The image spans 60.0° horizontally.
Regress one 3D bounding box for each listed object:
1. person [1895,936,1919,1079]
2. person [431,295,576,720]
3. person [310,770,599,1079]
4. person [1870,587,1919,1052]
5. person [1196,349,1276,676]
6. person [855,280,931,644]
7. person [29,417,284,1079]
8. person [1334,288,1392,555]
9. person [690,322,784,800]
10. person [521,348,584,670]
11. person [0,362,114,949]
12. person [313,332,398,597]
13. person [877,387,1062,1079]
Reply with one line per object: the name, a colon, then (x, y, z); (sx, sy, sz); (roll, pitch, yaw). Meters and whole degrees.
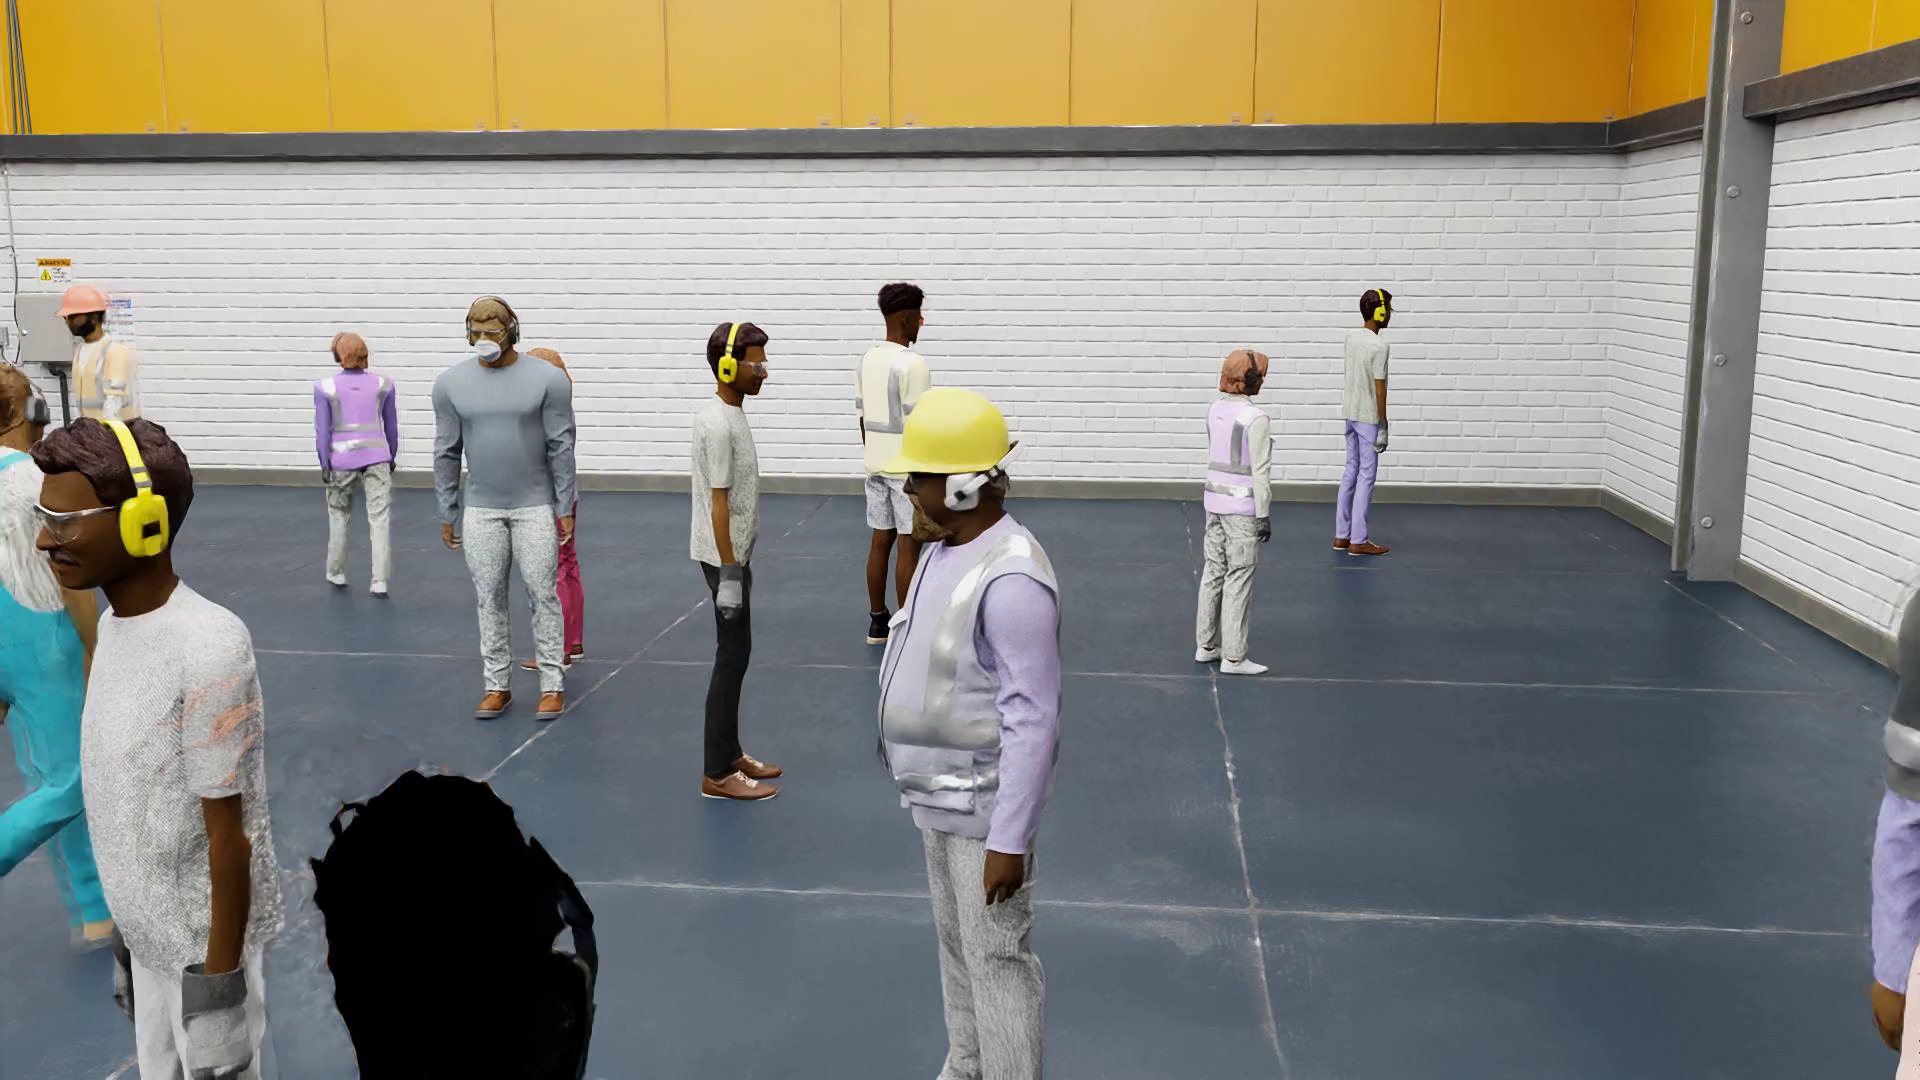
person: (1.077, 0.949, 1.573); (0.429, 1.836, 0.633); (4, 11, 23)
person: (-2.058, -0.138, 7.544); (0.641, 1.927, 0.386); (0, 10, -2)
person: (-0.306, 1.042, 1.035); (0.585, 1.827, 0.986); (-8, 13, -39)
person: (1.840, 0.646, 2.815); (0.626, 2.021, 0.744); (1, 10, 5)
person: (1.394, -0.138, 8.373); (0.313, 1.632, 0.513); (-4, 11, -22)
person: (-0.314, -0.385, 8.827); (0.367, 1.967, 0.606); (-7, 12, -36)
person: (-1.332, 0.717, 2.832); (0.505, 1.864, 0.331); (10, 14, 44)
person: (2.844, -0.821, 11.651); (0.328, 1.861, 0.502); (-4, 11, -19)
person: (-0.870, 0.087, 6.458); (0.340, 1.857, 0.523); (-1, 10, -5)
person: (-2.095, -0.158, 8.474); (0.280, 1.636, 0.500); (1, 10, 6)
person: (-2.780, 0.388, 4.874); (0.562, 1.803, 0.733); (7, 12, 36)
person: (-3.746, -0.474, 10.329); (0.512, 1.611, 0.775); (-6, 11, -30)
person: (0.016, 0.568, 3.766); (0.403, 1.828, 0.598); (-3, 10, -16)
